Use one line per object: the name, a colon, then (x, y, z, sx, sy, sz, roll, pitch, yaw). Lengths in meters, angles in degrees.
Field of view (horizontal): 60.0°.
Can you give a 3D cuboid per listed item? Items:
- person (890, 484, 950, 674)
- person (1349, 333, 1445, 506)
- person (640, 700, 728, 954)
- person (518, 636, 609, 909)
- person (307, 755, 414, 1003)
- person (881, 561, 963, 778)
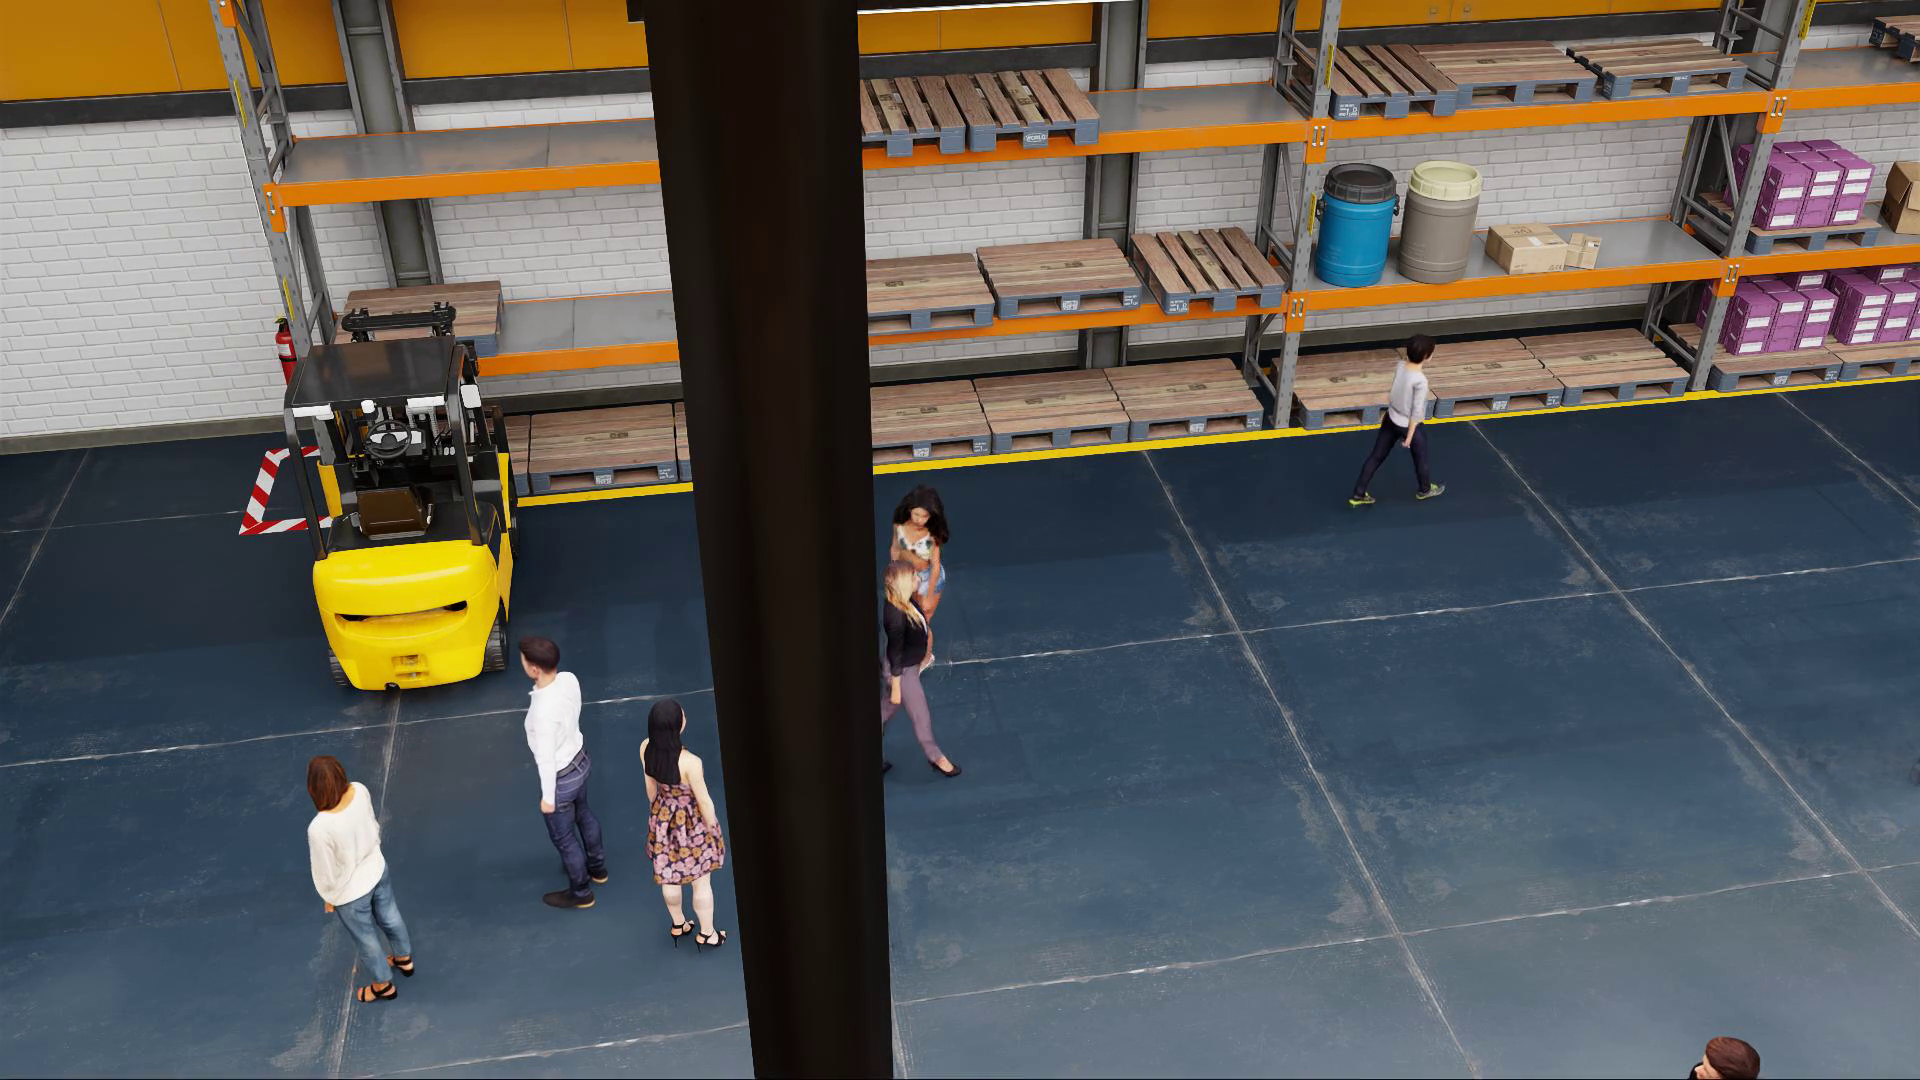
person: (-0.239, 0.291, 11.348, 0.745, 1.587, 0.689, -26, 42, -34)
person: (3.451, -0.910, 13.224, 1.102, 1.511, 0.752, -15, 36, -21)
person: (-1.536, 1.593, 9.220, 0.790, 1.774, 0.863, 16, 37, 22)
person: (-2.261, 1.331, 9.534, 0.699, 1.862, 0.697, 6, 34, 8)
person: (-3.245, 1.821, 8.961, 0.703, 1.682, 0.703, 11, 35, 16)
person: (-0.441, 0.847, 10.467, 0.899, 1.636, 0.668, -2, 34, -3)
